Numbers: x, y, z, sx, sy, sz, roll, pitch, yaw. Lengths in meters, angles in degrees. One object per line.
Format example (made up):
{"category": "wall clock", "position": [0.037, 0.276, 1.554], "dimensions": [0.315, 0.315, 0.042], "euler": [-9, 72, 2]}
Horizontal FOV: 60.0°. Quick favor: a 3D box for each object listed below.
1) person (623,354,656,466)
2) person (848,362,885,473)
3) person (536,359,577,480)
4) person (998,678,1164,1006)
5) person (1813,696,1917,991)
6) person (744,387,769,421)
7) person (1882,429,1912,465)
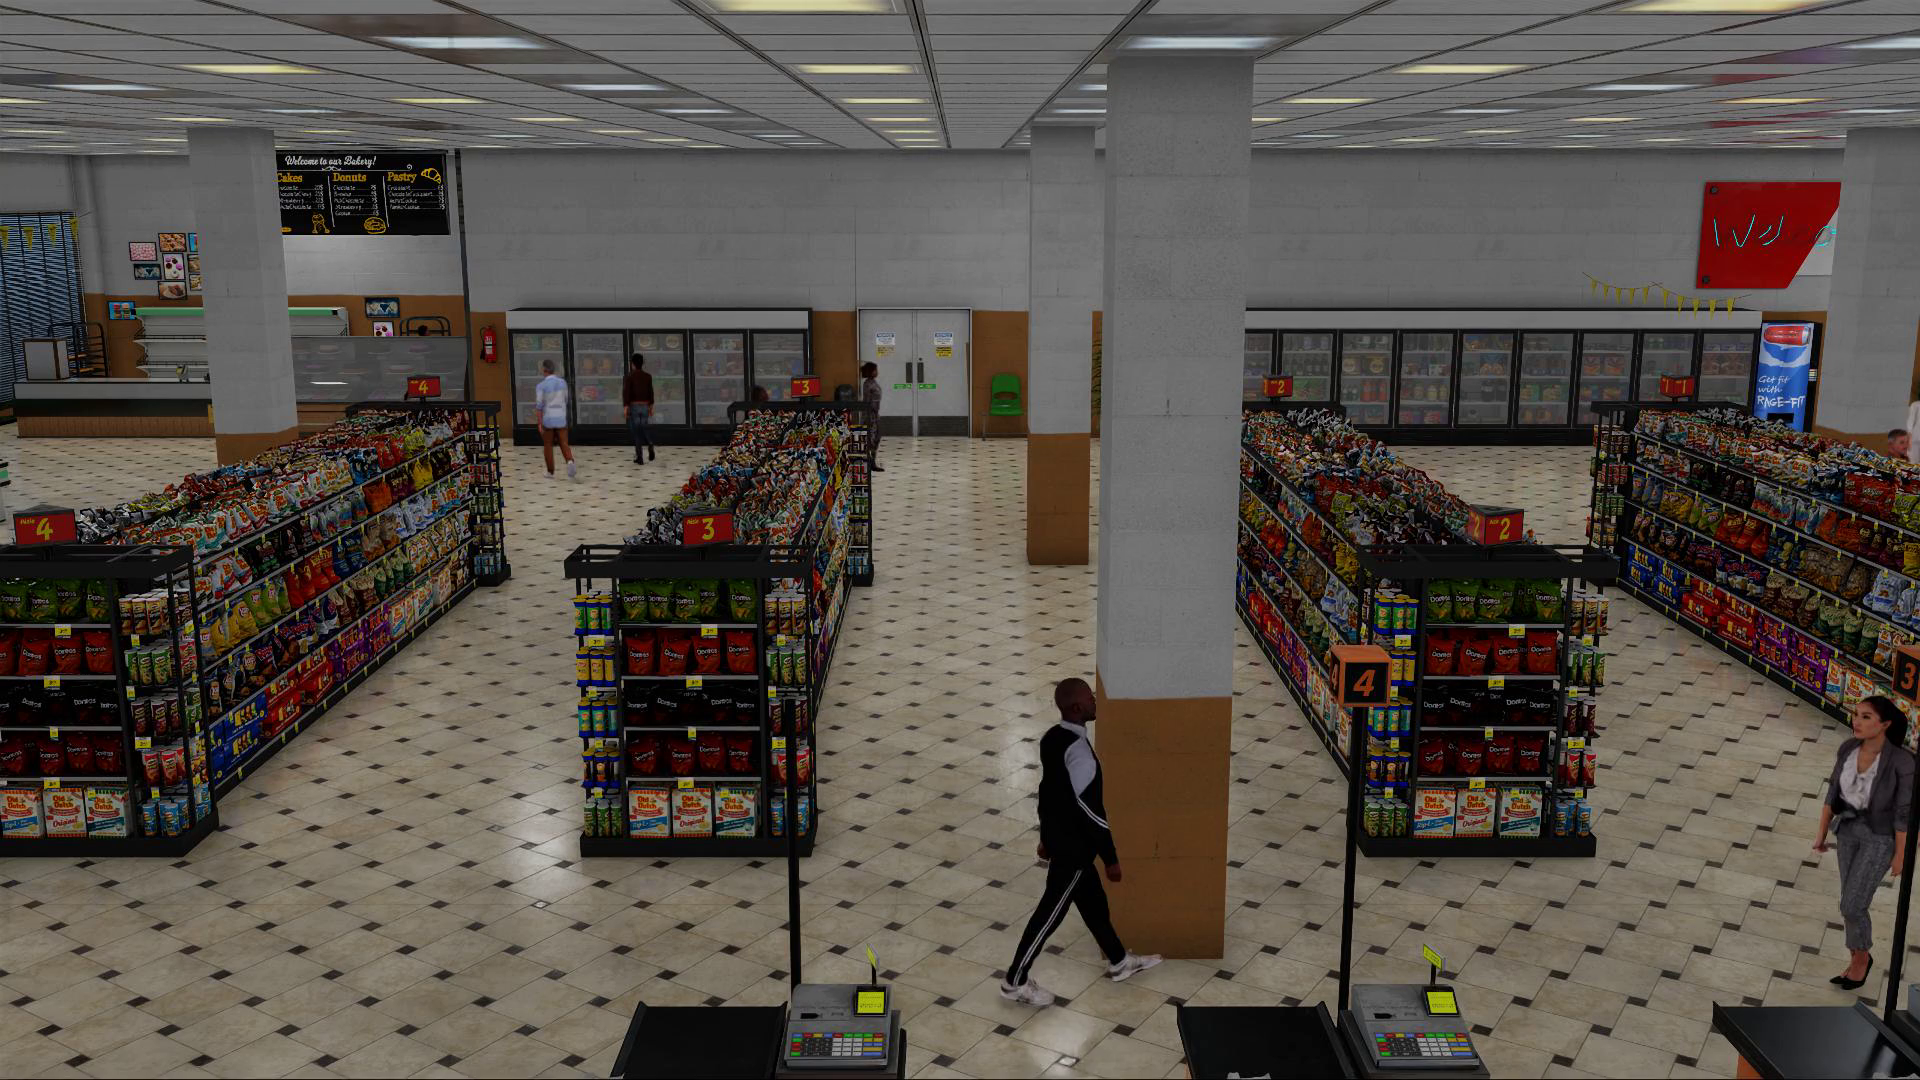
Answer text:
{"category": "person", "position": [-5.044, -2.053, 26.350], "dimensions": [0.836, 1.770, 0.896], "euler": [-9, 15, -38]}
{"category": "person", "position": [-1.449, -1.894, 25.759], "dimensions": [0.762, 1.703, 0.811], "euler": [4, 12, 17]}
{"category": "person", "position": [-6.075, -1.798, 25.039], "dimensions": [1.000, 1.812, 1.097], "euler": [-9, 15, -37]}
{"category": "person", "position": [0.490, 1.631, 8.812], "dimensions": [0.887, 1.786, 1.167], "euler": [-2, 12, -11]}
{"category": "person", "position": [4.978, 1.651, 9.019], "dimensions": [0.766, 1.662, 0.641], "euler": [-4, 13, -18]}
{"category": "person", "position": [-2.676, -1.080, 21.624], "dimensions": [0.883, 1.812, 0.762], "euler": [-5, 13, -24]}
{"category": "person", "position": [9.958, -0.296, 17.912], "dimensions": [0.990, 1.809, 1.154], "euler": [-6, 13, -26]}
